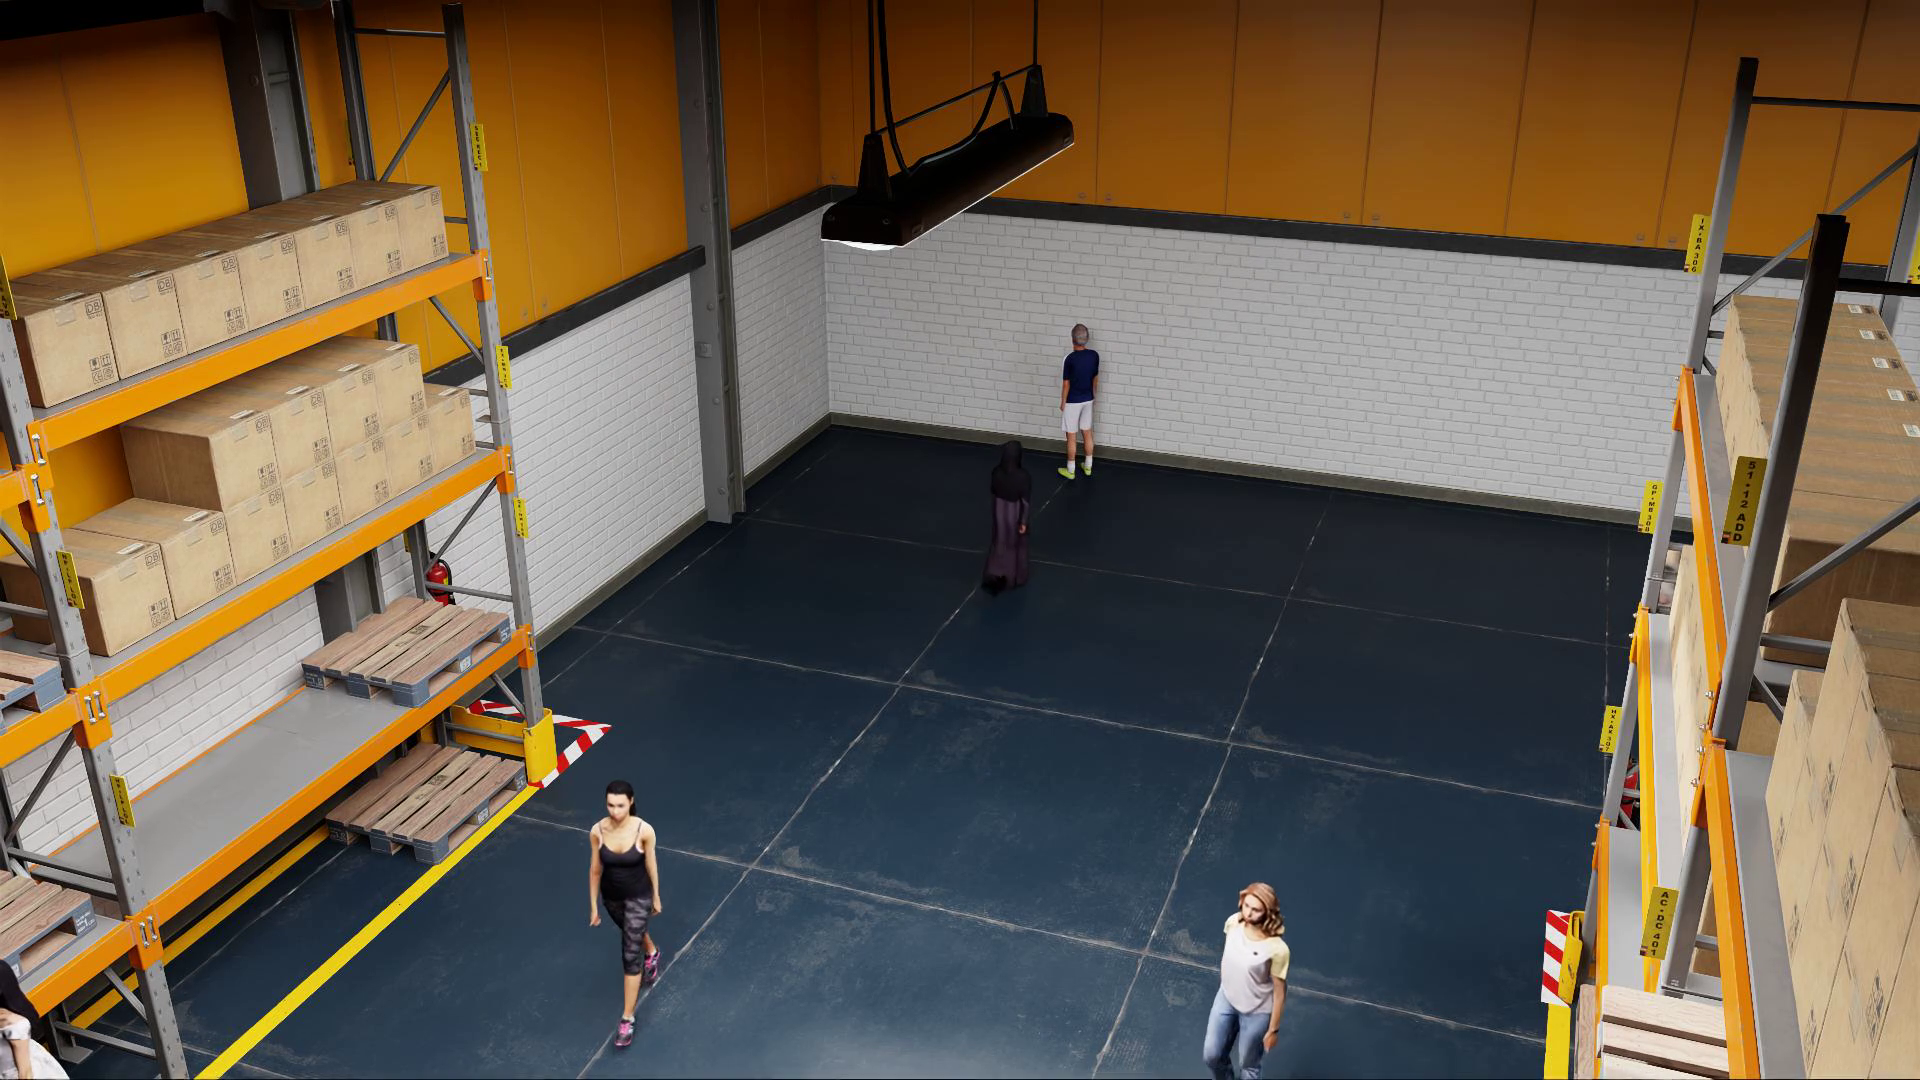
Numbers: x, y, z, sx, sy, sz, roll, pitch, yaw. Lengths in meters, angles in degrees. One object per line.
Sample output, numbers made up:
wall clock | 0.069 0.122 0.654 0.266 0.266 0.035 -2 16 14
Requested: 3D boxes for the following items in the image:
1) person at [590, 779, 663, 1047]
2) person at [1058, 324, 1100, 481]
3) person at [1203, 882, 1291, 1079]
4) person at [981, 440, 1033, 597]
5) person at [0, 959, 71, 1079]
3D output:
person | -2.105 2.262 10.649 0.765 1.680 1.190 2 24 5
person | 1.383 -1.621 19.333 0.708 1.839 0.782 -13 27 -26
person | 1.722 2.679 9.651 0.784 1.715 0.760 -20 30 -37
person | 0.455 -0.202 16.395 0.583 1.592 0.953 9 25 20
person | -4.987 2.970 8.916 0.802 1.769 0.777 -18 29 -35
